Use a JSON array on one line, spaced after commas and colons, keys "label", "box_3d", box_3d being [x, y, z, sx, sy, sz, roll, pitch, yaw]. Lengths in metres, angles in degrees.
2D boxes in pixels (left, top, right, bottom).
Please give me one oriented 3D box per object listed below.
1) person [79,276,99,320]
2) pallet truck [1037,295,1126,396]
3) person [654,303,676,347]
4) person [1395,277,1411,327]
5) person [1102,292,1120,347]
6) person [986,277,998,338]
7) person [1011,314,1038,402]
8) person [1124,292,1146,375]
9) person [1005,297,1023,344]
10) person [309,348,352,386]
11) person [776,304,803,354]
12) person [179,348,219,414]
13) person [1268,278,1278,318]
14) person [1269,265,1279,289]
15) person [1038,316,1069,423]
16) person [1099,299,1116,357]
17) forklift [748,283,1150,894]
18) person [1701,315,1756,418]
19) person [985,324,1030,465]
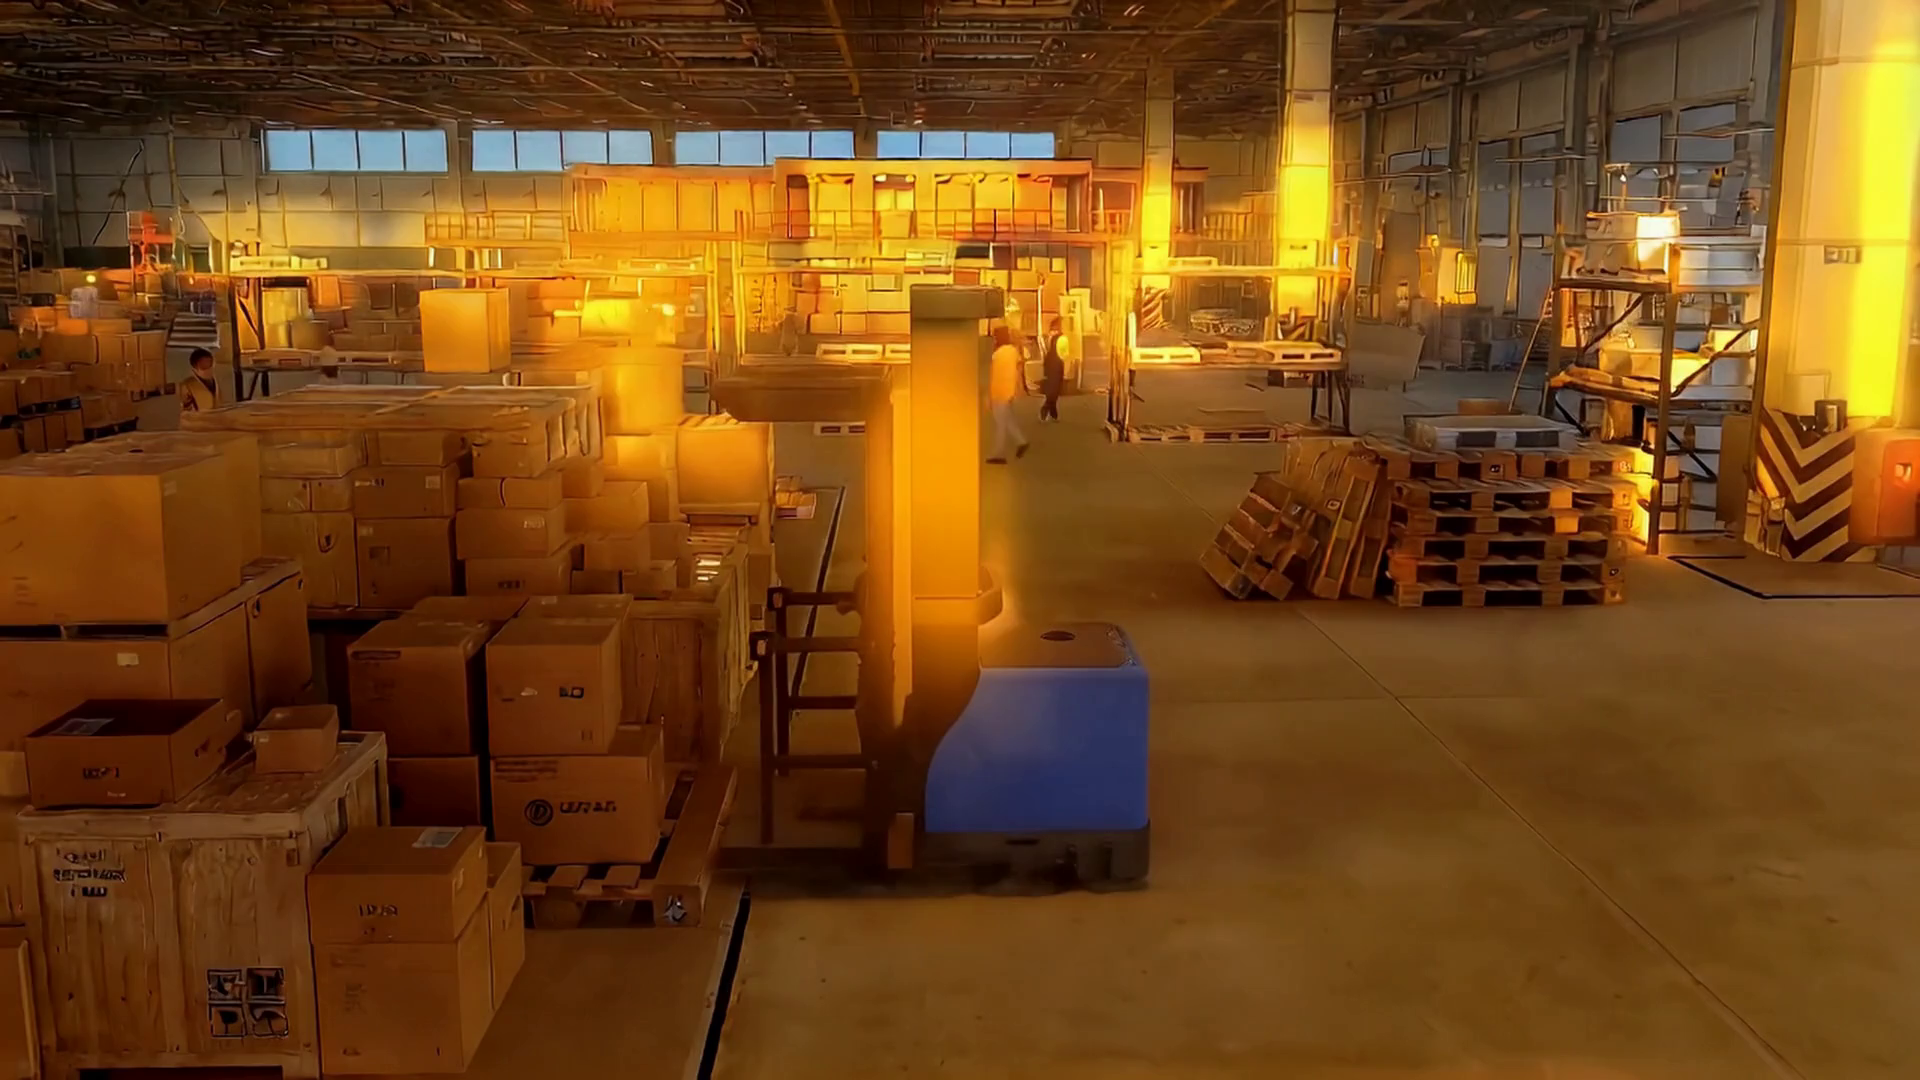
[{"label": "person", "box_3d": [-26.243, -6.957, 50.157, 0.651, 2.007, 0.557, 1, 10, 8]}, {"label": "pallet truck", "box_3d": [2.483, -3.881, 33.060, 1.885, 1.965, 0.823, -7, 13, -36]}, {"label": "person", "box_3d": [-5.358, -3.390, 30.547, 0.413, 1.913, 0.617, 5, 11, 24]}, {"label": "person", "box_3d": [13.840, -7.228, 51.873, 0.376, 1.935, 0.550, -7, 13, -36]}, {"label": "person", "box_3d": [3.417, -4.544, 36.958, 0.593, 1.922, 0.387, -3, 11, -16]}, {"label": "person", "box_3d": [1.027, -7.312, 52.382, 0.379, 1.931, 0.625, 4, 11, 20]}, {"label": "person", "box_3d": [1.222, -3.463, 31.626, 0.776, 1.664, 0.548, -3, 10, -14]}, {"label": "person", "box_3d": [3.897, -4.710, 38.001, 0.592, 1.911, 1.144, -8, 13, -38]}, {"label": "person", "box_3d": [1.297, -4.877, 39.334, 0.500, 1.727, 0.546, 7, 12, 34]}, {"label": "person", "box_3d": [-6.991, -1.205, 18.504, 0.997, 1.883, 0.566, 7, 12, 34]}, {"label": "person", "box_3d": [-3.611, -4.112, 35.076, 0.544, 1.722, 0.829, -3, 11, -15]}, {"label": "person", "box_3d": [-8.069, -1.094, 17.752, 0.378, 1.917, 0.598, 1, 10, 6]}, {"label": "person", "box_3d": [9.607, -6.973, 50.475, 0.641, 1.931, 0.623, -10, 14, -43]}, {"label": "person", "box_3d": [14.303, -11.433, 75.167, 0.646, 1.981, 0.469, 2, 10, 11]}, {"label": "person", "box_3d": [1.538, -2.816, 27.651, 0.520, 1.817, 0.753, 6, 12, 31]}, {"label": "person", "box_3d": [3.140, -4.131, 34.910, 0.430, 1.838, 0.624, 2, 10, 10]}, {"label": "forklift", "box_3d": [-0.058, 0.174, 8.009, 1.873, 2.768, 1.129, 0, 10, -2]}, {"label": "person", "box_3d": [12.084, -2.563, 26.024, 0.756, 1.891, 0.573, 5, 11, 24]}, {"label": "person", "box_3d": [0.618, -1.964, 22.581, 0.508, 1.926, 0.649, 4, 11, 20]}]
